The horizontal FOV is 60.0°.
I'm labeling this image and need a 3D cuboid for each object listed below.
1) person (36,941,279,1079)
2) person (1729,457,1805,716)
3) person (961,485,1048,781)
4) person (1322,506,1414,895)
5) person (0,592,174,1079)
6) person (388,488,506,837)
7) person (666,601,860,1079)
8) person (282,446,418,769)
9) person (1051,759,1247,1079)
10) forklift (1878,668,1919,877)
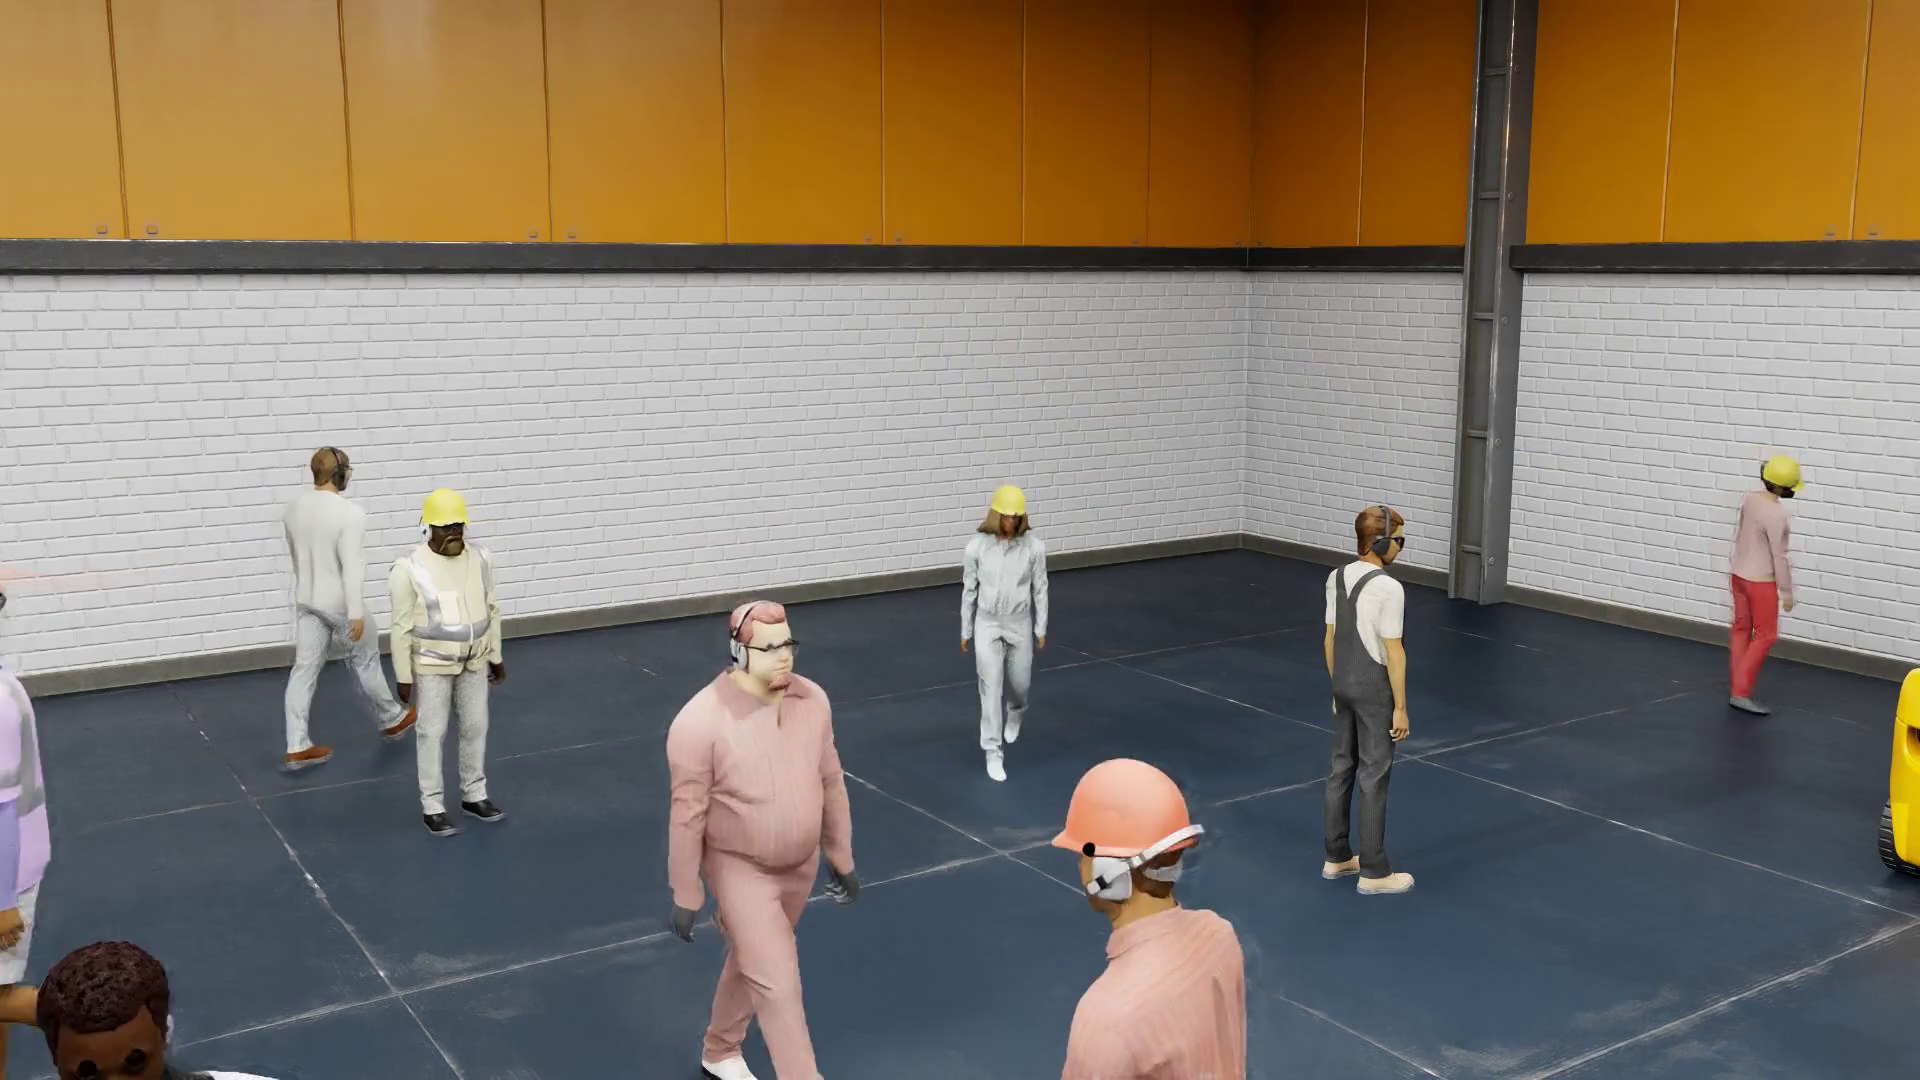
[{"bbox_3d":[-1.380,1.555,2.869,0.611,1.895,0.503,-4,10,-23],"label":"person"},{"bbox_3d":[5.307,0.289,11.057,0.343,1.720,0.628,0,9,-2],"label":"person"},{"bbox_3d":[0.256,0.495,9.838,0.501,1.719,0.755,-1,9,-5],"label":"person"},{"bbox_3d":[1.935,0.752,7.886,0.344,1.839,0.505,-5,11,-27],"label":"person"},{"bbox_3d":[-3.120,1.056,5.497,0.733,2.028,0.626,-7,12,-36],"label":"person"},{"bbox_3d":[-2.663,0.628,8.689,0.414,1.822,0.614,8,12,39],"label":"person"},{"bbox_3d":[-0.631,1.116,5.644,0.986,1.852,0.664,8,13,41],"label":"person"},{"bbox_3d":[-3.730,0.373,10.017,0.655,1.883,1.004,5,10,26],"label":"person"},{"bbox_3d":[0.346,1.422,3.469,0.612,1.963,0.608,4,10,23],"label":"person"},{"bbox_3d":[5.511,0.571,7.906,2.313,2.155,1.214,-6,11,-33],"label":"forklift"}]
